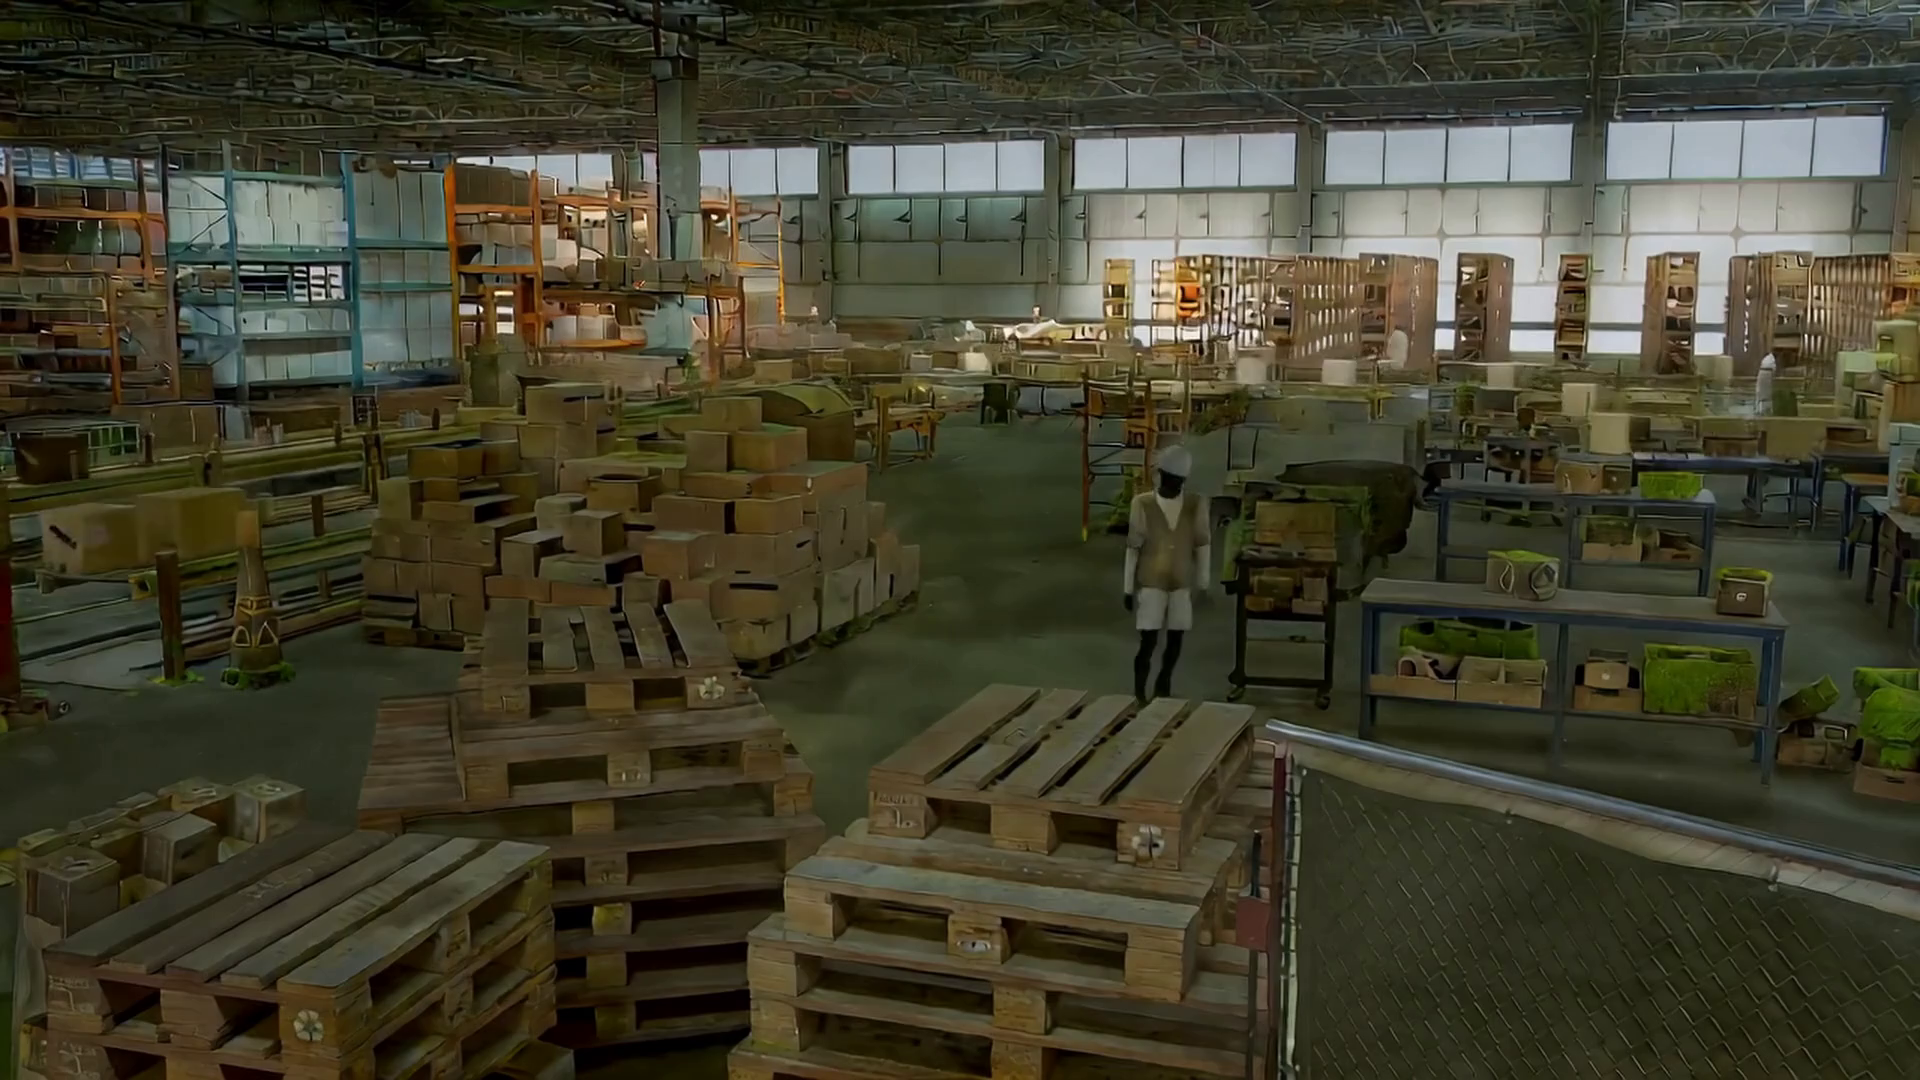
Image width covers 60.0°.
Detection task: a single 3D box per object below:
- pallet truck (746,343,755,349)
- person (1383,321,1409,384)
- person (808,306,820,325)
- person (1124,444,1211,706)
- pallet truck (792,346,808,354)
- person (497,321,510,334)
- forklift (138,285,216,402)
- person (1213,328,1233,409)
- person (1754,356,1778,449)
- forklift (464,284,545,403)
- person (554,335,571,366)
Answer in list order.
[{"bbox_3d":[-6.183,-4.618,44.264,1.601,1.201,0.680,-9,12,-43],"label":"pallet truck"},{"bbox_3d":[11.097,-4.658,42.501,0.860,1.865,0.632,8,12,40],"label":"person"},{"bbox_3d":[-4.815,-6.697,54.866,0.459,2.016,0.662,-1,9,-9],"label":"person"},{"bbox_3d":[1.399,0.287,11.330,0.560,1.905,0.633,-2,9,-10],"label":"person"},{"bbox_3d":[-3.705,-4.298,42.022,0.653,1.274,1.630,3,10,20],"label":"pallet truck"},{"bbox_3d":[-12.783,-5.241,46.518,0.542,1.753,0.373,2,9,13],"label":"person"},{"bbox_3d":[-17.480,-4.200,36.461,1.873,2.768,1.129,3,10,19],"label":"forklift"},{"bbox_3d":[5.973,-3.903,37.897,0.403,1.826,0.591,8,12,42],"label":"person"},{"bbox_3d":[14.122,-2.409,29.121,0.503,1.633,0.280,-6,11,-31],"label":"person"},{"bbox_3d":[-10.832,-4.702,39.610,1.129,2.768,1.873,3,10,20],"label":"forklift"},{"bbox_3d":[-8.811,-3.811,37.120,0.462,1.891,0.673,-5,10,-29],"label":"person"}]
